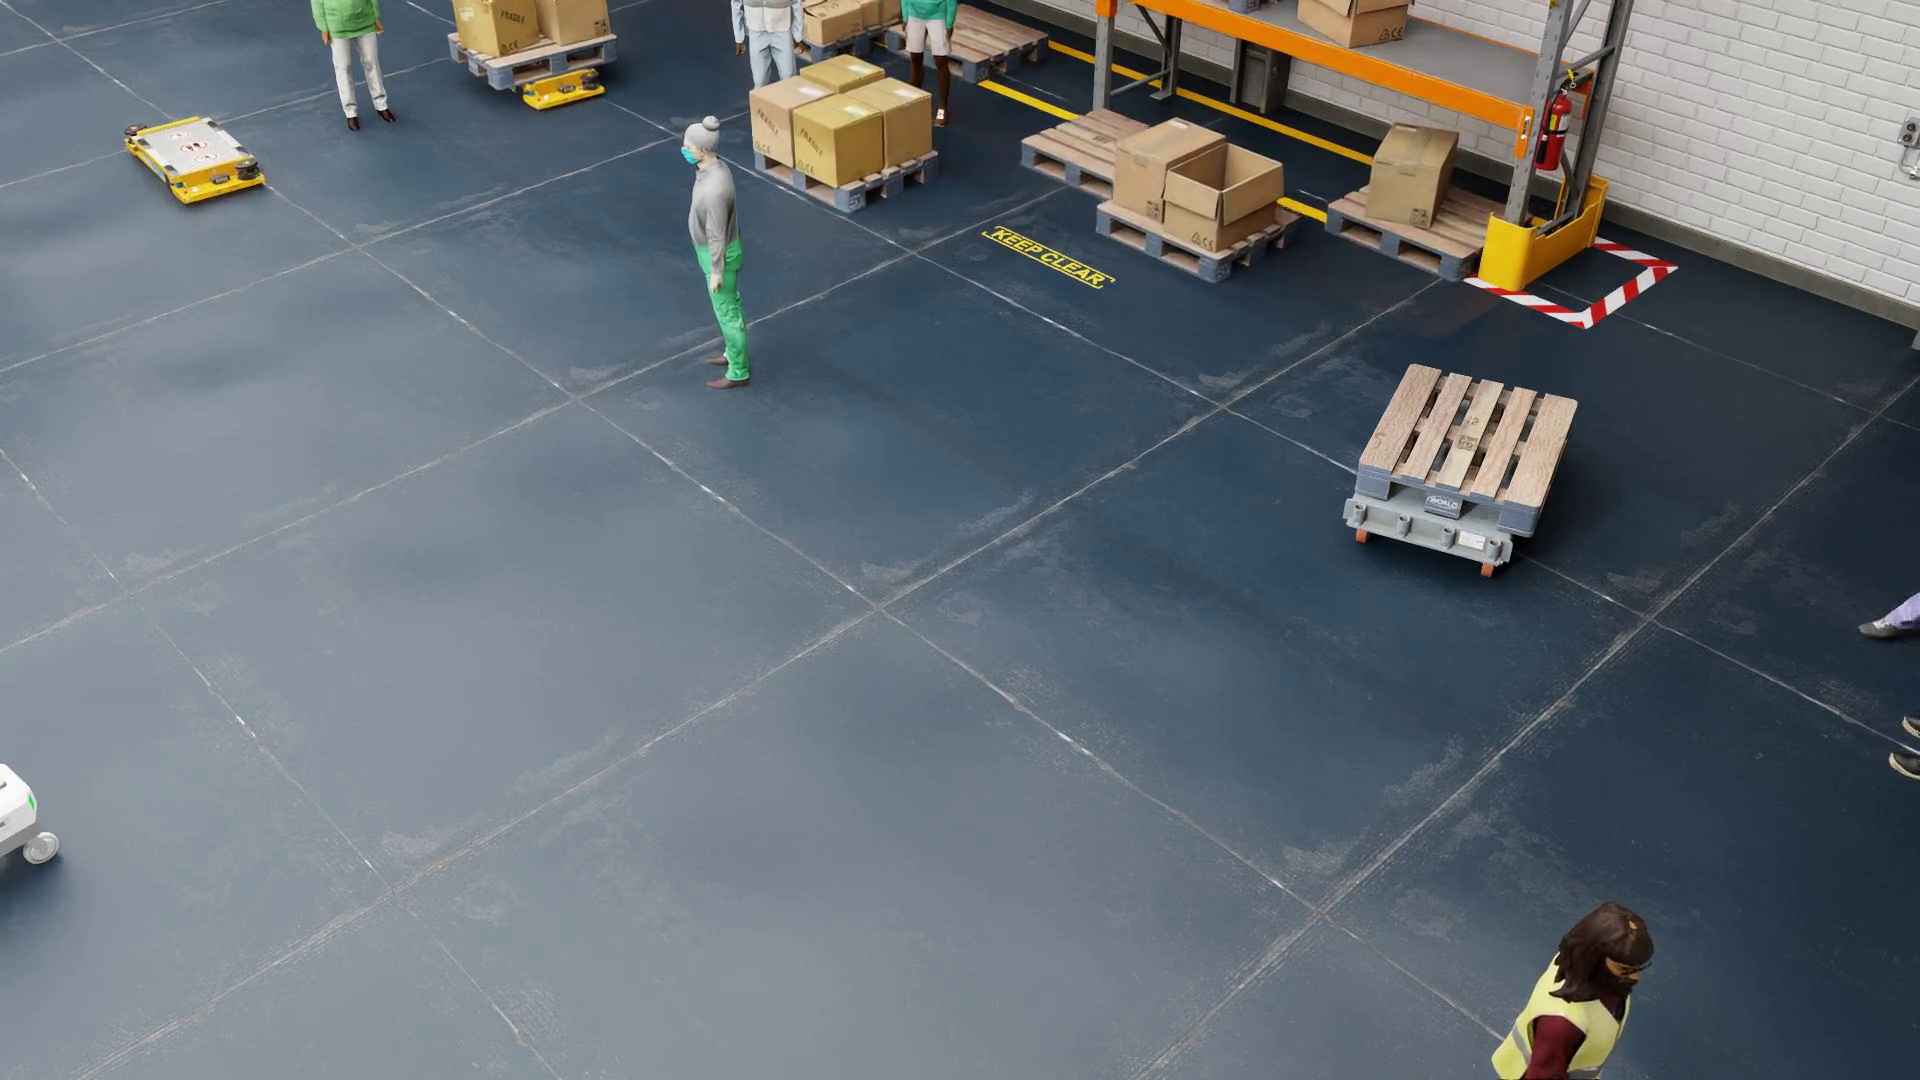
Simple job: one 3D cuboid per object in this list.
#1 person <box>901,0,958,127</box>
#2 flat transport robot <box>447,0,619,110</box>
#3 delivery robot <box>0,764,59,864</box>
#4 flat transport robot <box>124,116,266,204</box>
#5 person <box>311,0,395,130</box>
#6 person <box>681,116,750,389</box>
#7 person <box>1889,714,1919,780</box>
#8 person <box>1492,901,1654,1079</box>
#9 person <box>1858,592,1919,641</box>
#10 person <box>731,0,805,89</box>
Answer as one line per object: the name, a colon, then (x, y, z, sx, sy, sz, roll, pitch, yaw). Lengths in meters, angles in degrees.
person: (-0.256, -4.453, 14.125, 0.503, 1.842, 0.408, 12, 39, 16)
flat transport robot: (-3.886, -4.308, 15.236, 0.659, 0.231, 1.431, -25, 44, -29)
delivery robot: (-4.561, 1.387, 7.476, 0.499, 0.614, 0.791, 26, 44, 30)
flat transport robot: (-6.335, -3.169, 13.728, 0.659, 0.231, 1.431, -26, 44, -30)
person: (-5.170, -4.384, 14.081, 0.550, 1.782, 0.384, -22, 42, -26)
person: (-1.557, -1.846, 10.675, 0.328, 1.842, 0.515, -6, 37, -8)
person: (4.803, 0.326, 7.704, 0.372, 1.954, 0.604, 21, 42, 25)
person: (2.055, 1.882, 5.797, 0.379, 1.769, 0.466, 26, 44, 30)
person: (5.375, -0.195, 8.535, 0.955, 1.789, 0.565, 0, 37, 0)
person: (-1.574, -4.196, 13.732, 0.597, 1.909, 0.399, 2, 37, 2)
